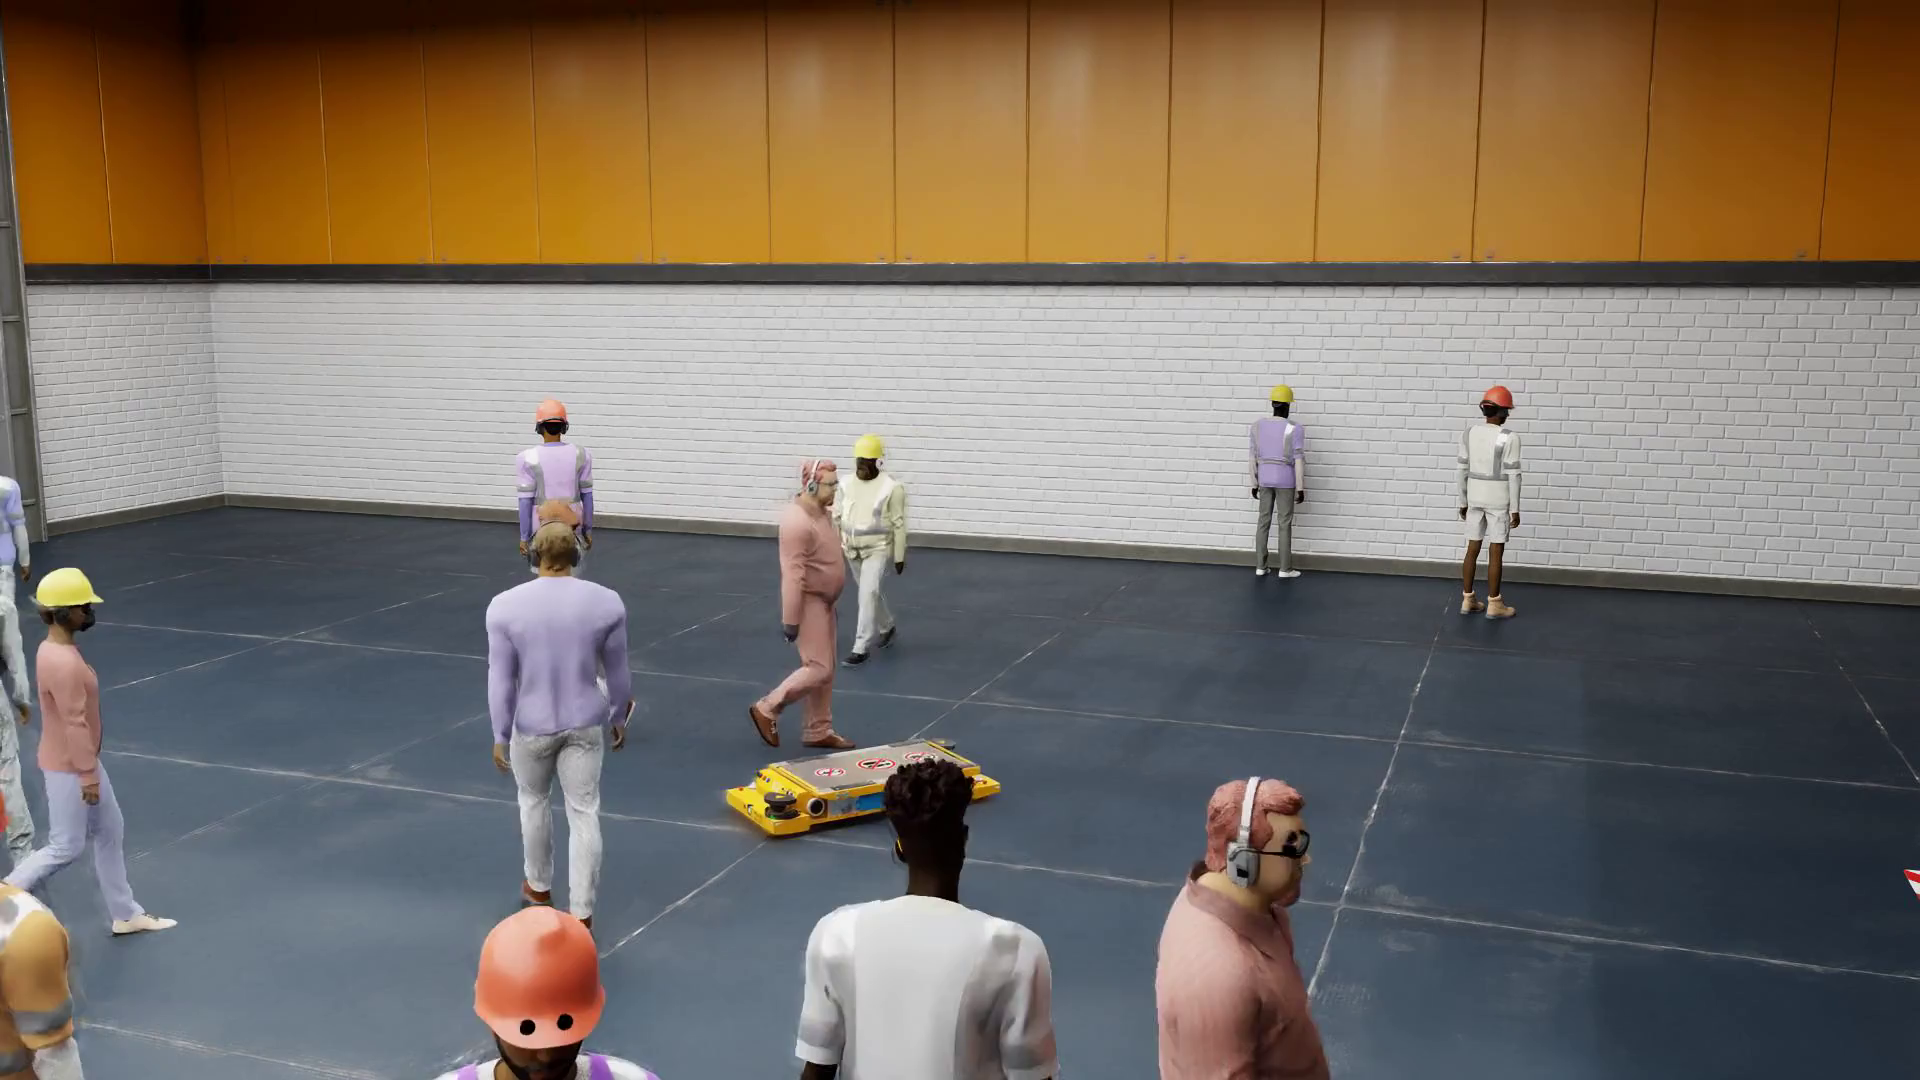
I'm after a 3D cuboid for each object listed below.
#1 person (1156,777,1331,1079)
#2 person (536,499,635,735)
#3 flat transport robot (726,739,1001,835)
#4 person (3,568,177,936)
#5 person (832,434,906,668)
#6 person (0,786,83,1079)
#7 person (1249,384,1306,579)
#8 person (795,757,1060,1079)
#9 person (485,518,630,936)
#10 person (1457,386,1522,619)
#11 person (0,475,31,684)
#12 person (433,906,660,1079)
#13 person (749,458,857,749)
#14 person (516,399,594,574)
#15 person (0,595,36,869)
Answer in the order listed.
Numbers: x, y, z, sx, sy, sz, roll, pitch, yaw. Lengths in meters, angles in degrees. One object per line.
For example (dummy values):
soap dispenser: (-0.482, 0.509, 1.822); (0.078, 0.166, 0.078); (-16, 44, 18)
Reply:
person: (0.658, 1.474, 3.887); (0.399, 1.904, 0.691); (2, 9, 9)
person: (-2.415, 0.527, 10.617); (0.568, 1.608, 0.517); (-5, 10, -28)
flat transport robot: (-0.542, 1.382, 9.471); (1.431, 0.197, 0.652); (-5, 11, -30)
person: (-4.002, 0.989, 7.374); (0.789, 1.745, 0.527); (-5, 10, -27)
person: (-0.700, 0.046, 13.080); (0.590, 1.793, 0.919); (5, 11, 31)
person: (-2.454, 1.432, 4.204); (0.628, 1.879, 0.999); (6, 11, 35)
person: (3.154, -0.577, 16.500); (0.592, 1.926, 0.366); (7, 11, 36)
person: (-0.067, 1.471, 3.957); (0.626, 1.892, 1.131); (3, 10, 19)
person: (-1.875, 0.838, 7.763); (0.651, 1.908, 0.815); (-3, 10, -20)
person: (4.679, -0.334, 14.642); (0.389, 2.039, 0.616); (-7, 11, -37)
person: (-7.159, 0.131, 12.213); (0.552, 1.904, 0.927); (-3, 10, -19)
person: (-0.823, 1.594, 3.223); (0.546, 1.908, 0.969); (-3, 10, -16)
person: (-0.977, 0.418, 10.462); (0.550, 1.885, 0.641); (1, 9, 8)
person: (-3.194, -0.091, 13.127); (0.607, 2.044, 0.377); (-6, 11, -32)
person: (-5.016, 0.837, 8.410); (0.559, 1.714, 0.513); (-7, 11, -36)
